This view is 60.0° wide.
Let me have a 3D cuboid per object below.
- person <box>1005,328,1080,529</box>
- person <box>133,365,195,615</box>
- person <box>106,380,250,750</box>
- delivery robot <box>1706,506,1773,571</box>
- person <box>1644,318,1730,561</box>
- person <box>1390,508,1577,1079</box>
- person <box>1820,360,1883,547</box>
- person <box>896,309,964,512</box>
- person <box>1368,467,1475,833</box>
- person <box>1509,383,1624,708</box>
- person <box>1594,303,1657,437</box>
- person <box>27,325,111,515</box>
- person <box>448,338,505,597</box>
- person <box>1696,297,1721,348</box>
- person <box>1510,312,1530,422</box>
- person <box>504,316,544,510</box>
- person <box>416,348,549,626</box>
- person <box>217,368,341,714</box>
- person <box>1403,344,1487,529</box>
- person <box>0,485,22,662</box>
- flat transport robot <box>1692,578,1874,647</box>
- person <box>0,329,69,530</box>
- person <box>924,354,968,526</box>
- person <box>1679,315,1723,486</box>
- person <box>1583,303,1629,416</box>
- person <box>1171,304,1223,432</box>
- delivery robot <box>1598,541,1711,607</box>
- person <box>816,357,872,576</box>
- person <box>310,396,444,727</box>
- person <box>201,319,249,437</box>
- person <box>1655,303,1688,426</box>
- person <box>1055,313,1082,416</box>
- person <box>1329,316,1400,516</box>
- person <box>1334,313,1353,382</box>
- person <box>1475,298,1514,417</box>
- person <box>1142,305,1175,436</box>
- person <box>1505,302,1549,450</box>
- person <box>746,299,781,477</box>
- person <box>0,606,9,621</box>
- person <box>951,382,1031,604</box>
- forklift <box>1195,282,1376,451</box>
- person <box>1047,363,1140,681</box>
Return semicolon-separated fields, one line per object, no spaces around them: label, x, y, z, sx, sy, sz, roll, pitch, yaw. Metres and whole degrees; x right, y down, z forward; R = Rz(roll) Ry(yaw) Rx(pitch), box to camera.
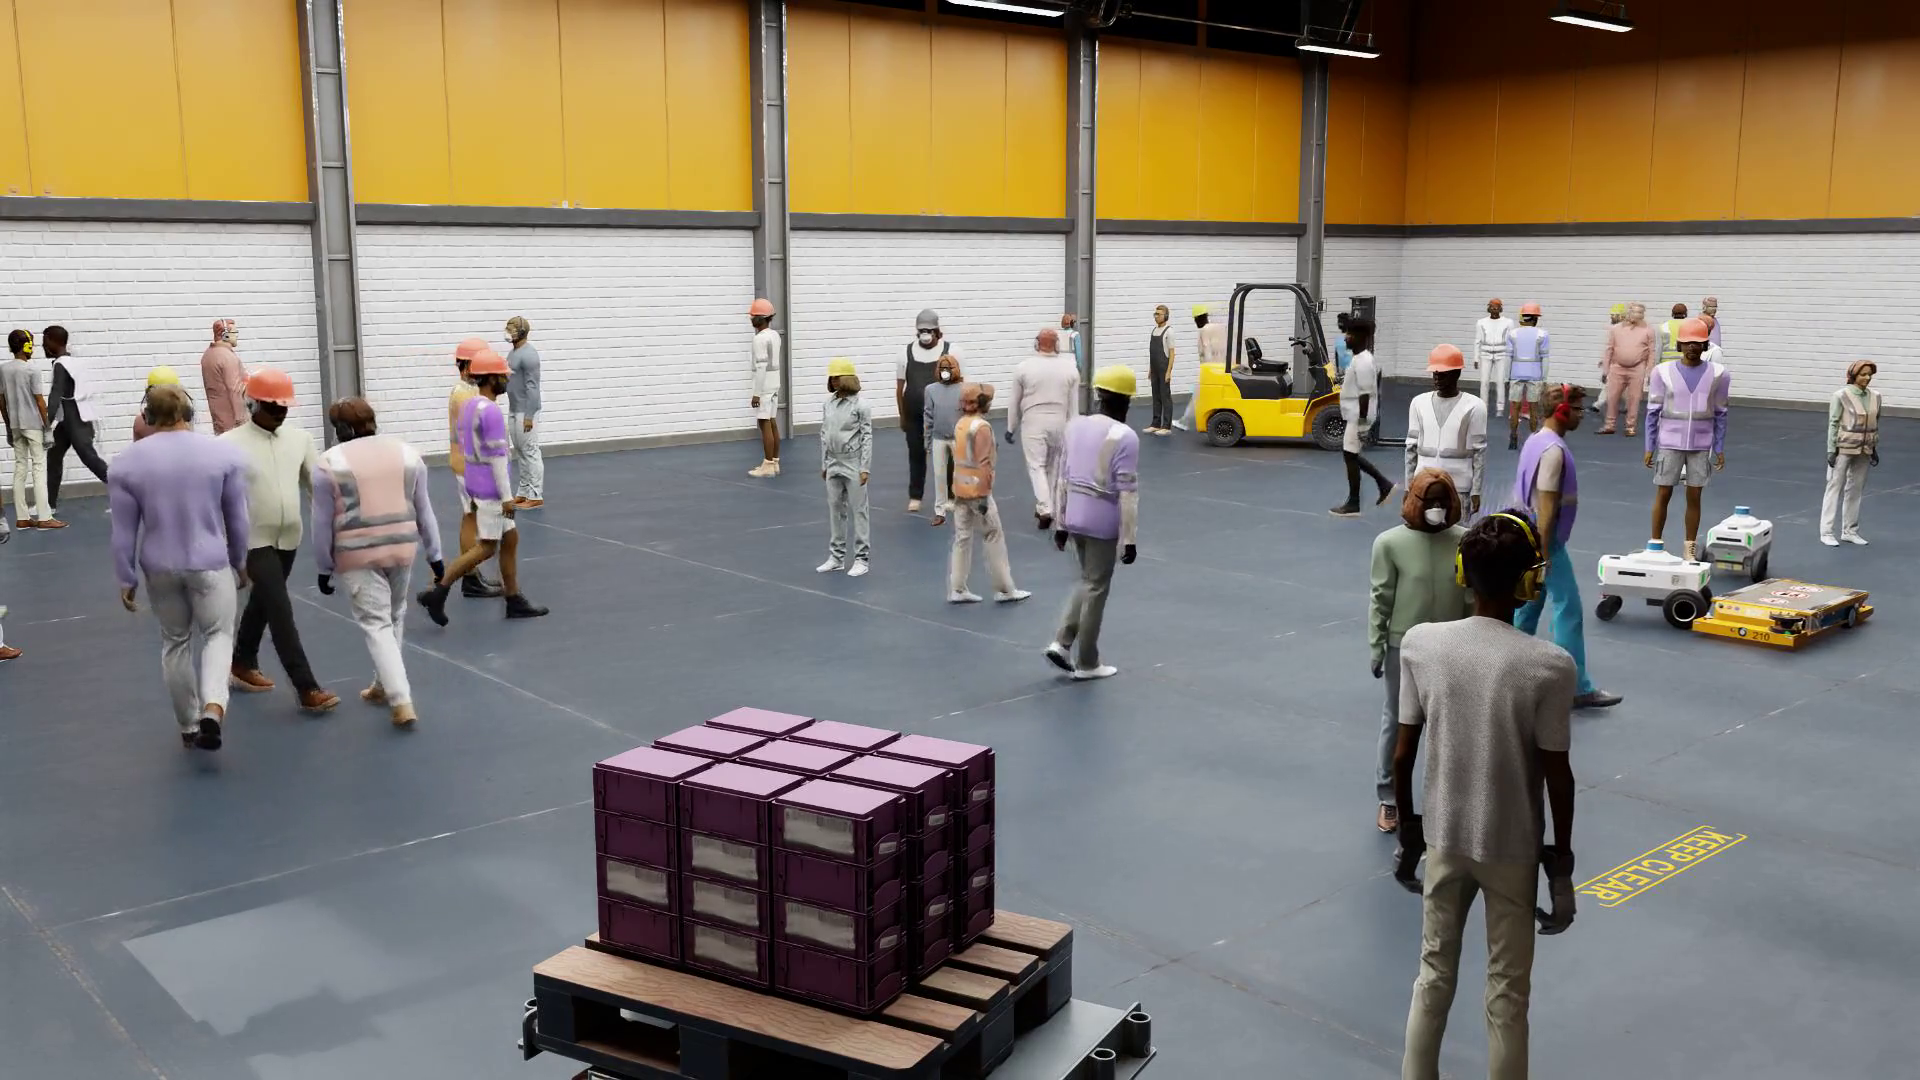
person;0.790;-1.057;15.654;0.651;1.869;0.956;-3;10;-15
person;-5.556;-0.342;11.732;0.533;1.772;0.296;3;10;18
person;-3.918;0.163;8.375;0.638;1.920;0.687;-3;10;-18
delivery robot;6.159;-0.023;13.130;0.477;0.478;0.707;8;12;37
person;5.870;-0.772;13.451;0.614;2.041;0.393;3;10;15
person;1.421;0.843;4.509;0.526;1.869;0.324;8;13;39
person;7.814;-0.760;14.564;0.520;1.638;0.312;-2;10;-14
person;-0.306;-1.285;16.464;0.688;2.000;0.543;1;10;6
person;2.041;0.485;7.314;0.499;1.627;0.270;-1;10;-4
person;3.427;0.034;9.355;0.717;1.822;0.600;2;10;10
person;9.378;-2.390;23.461;0.788;1.878;0.411;6;11;31
person;-8.694;-1.174;16.340;1.007;1.874;0.589;-5;11;-27
person;-3.616;-0.540;12.418;0.364;1.933;0.543;-3;10;-17
person;11.450;-2.765;25.529;0.651;1.904;0.403;-8;12;-38
person;8.576;-2.651;25.362;0.541;1.726;0.504;-3;10;-16
person;-4.390;-1.270;16.676;0.370;1.940;0.630;-6;11;-32
person;-3.311;-0.355;11.405;0.855;1.915;0.540;-5;11;-26
person;-3.891;-0.011;9.386;1.073;1.930;0.623;6;11;32
person;3.327;-0.383;11.485;0.552;1.935;0.369;6;12;33
person;-6.178;-0.146;10.309;0.531;1.865;0.316;-1;10;-6
flat transport robot;5.627;0.476;11.329;1.431;0.197;0.652;-9;13;-42
person;-8.621;-1.016;15.409;0.507;1.865;0.329;2;10;14
person;-0.103;-0.928;15.594;0.501;1.625;0.282;3;10;17
person;8.150;-1.536;18.390;0.356;1.885;0.573;-2;10;-11
person;10.388;-2.862;26.447;0.930;1.781;0.613;1;10;6
person;3.550;-2.451;23.855;1.040;1.858;0.637;5;11;25
delivery robot;4.818;0.248;11.560;0.707;0.478;0.477;5;11;28
person;-0.918;-0.583;13.220;0.487;1.744;0.313;7;12;36
person;-3.168;0.111;9.070;0.660;1.803;0.896;-9;13;-43
person;-7.373;-1.279;16.821;0.652;1.906;0.409;9;13;44
person;10.639;-2.593;24.708;0.630;1.840;0.429;3;10;16
person;1.693;-2.716;26.013;0.510;1.640;0.308;9;13;42
person;3.949;-1.195;16.174;0.562;1.953;0.612;2;10;14
person;6.014;-2.728;26.064;0.850;1.645;0.539;-5;11;-26
person;8.428;-2.875;26.284;0.578;1.875;0.346;4;10;22
person;2.837;-2.403;23.582;0.341;1.846;0.510;-5;11;-29
person;7.421;-2.141;21.788;0.549;1.932;0.375;5;11;26
person;-2.261;-1.743;19.126;0.370;2.048;0.607;2;10;10
person;-6.856;-0.160;11.002;0.541;1.646;0.868;4;11;24
person;0.208;-0.339;12.119;0.633;1.617;0.545;-4;11;-23
forklift;4.328;-2.346;22.227;2.313;2.155;1.214;3;10;16
person;0.841;-0.094;9.871;0.449;1.901;0.603;-7;12;-35
